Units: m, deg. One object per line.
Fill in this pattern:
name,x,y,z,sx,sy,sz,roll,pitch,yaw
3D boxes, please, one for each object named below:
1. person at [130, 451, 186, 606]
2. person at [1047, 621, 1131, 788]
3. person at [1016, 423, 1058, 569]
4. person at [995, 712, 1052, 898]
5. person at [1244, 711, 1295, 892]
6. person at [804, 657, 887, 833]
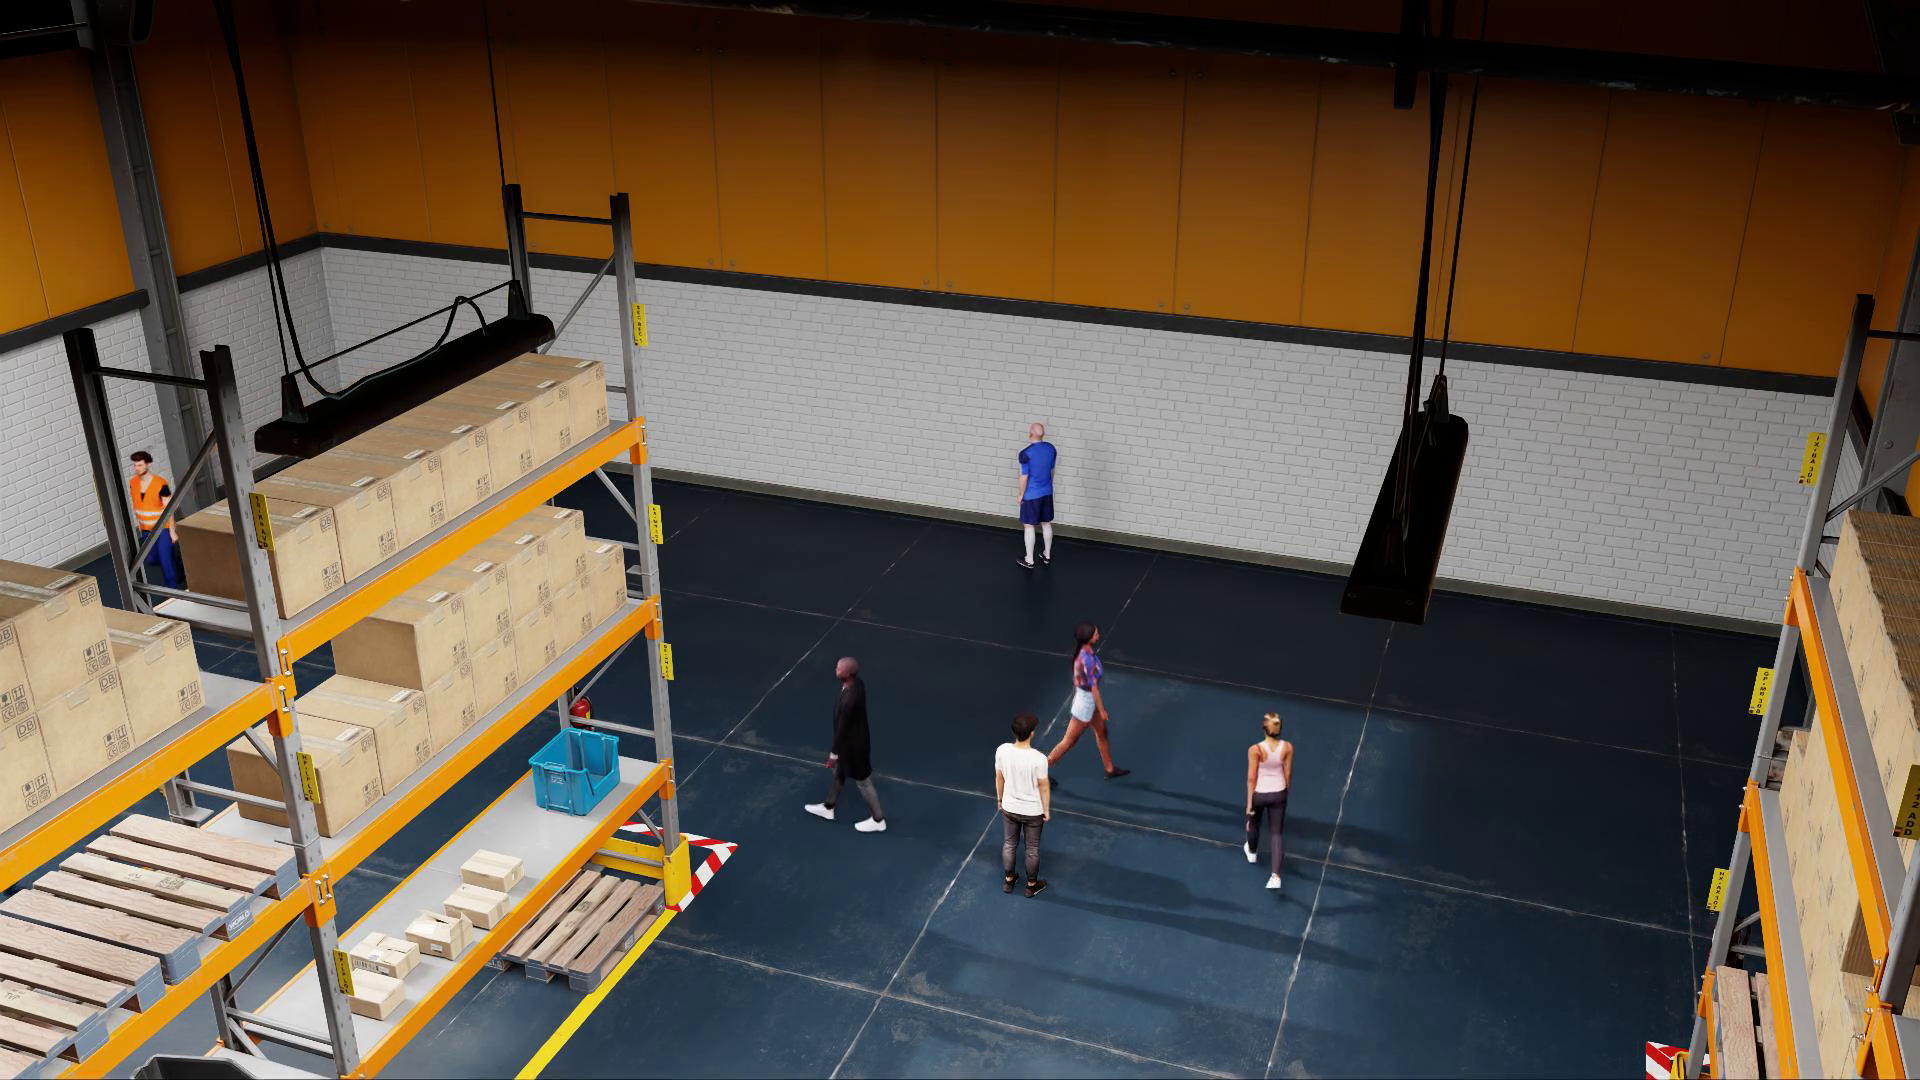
person,-9.267,-0.178,19.312,0.725,1.874,0.973,6,24,13
person,1.081,1.579,15.515,0.969,1.697,1.196,-1,24,-3
person,0.936,-0.563,20.233,0.727,1.842,0.817,-14,27,-29
person,0.525,2.217,14.023,0.639,1.722,0.543,10,26,22
person,2.646,2.224,14.145,0.823,1.612,1.140,0,24,0
person,-0.857,1.855,14.843,0.877,1.730,1.018,2,24,5
